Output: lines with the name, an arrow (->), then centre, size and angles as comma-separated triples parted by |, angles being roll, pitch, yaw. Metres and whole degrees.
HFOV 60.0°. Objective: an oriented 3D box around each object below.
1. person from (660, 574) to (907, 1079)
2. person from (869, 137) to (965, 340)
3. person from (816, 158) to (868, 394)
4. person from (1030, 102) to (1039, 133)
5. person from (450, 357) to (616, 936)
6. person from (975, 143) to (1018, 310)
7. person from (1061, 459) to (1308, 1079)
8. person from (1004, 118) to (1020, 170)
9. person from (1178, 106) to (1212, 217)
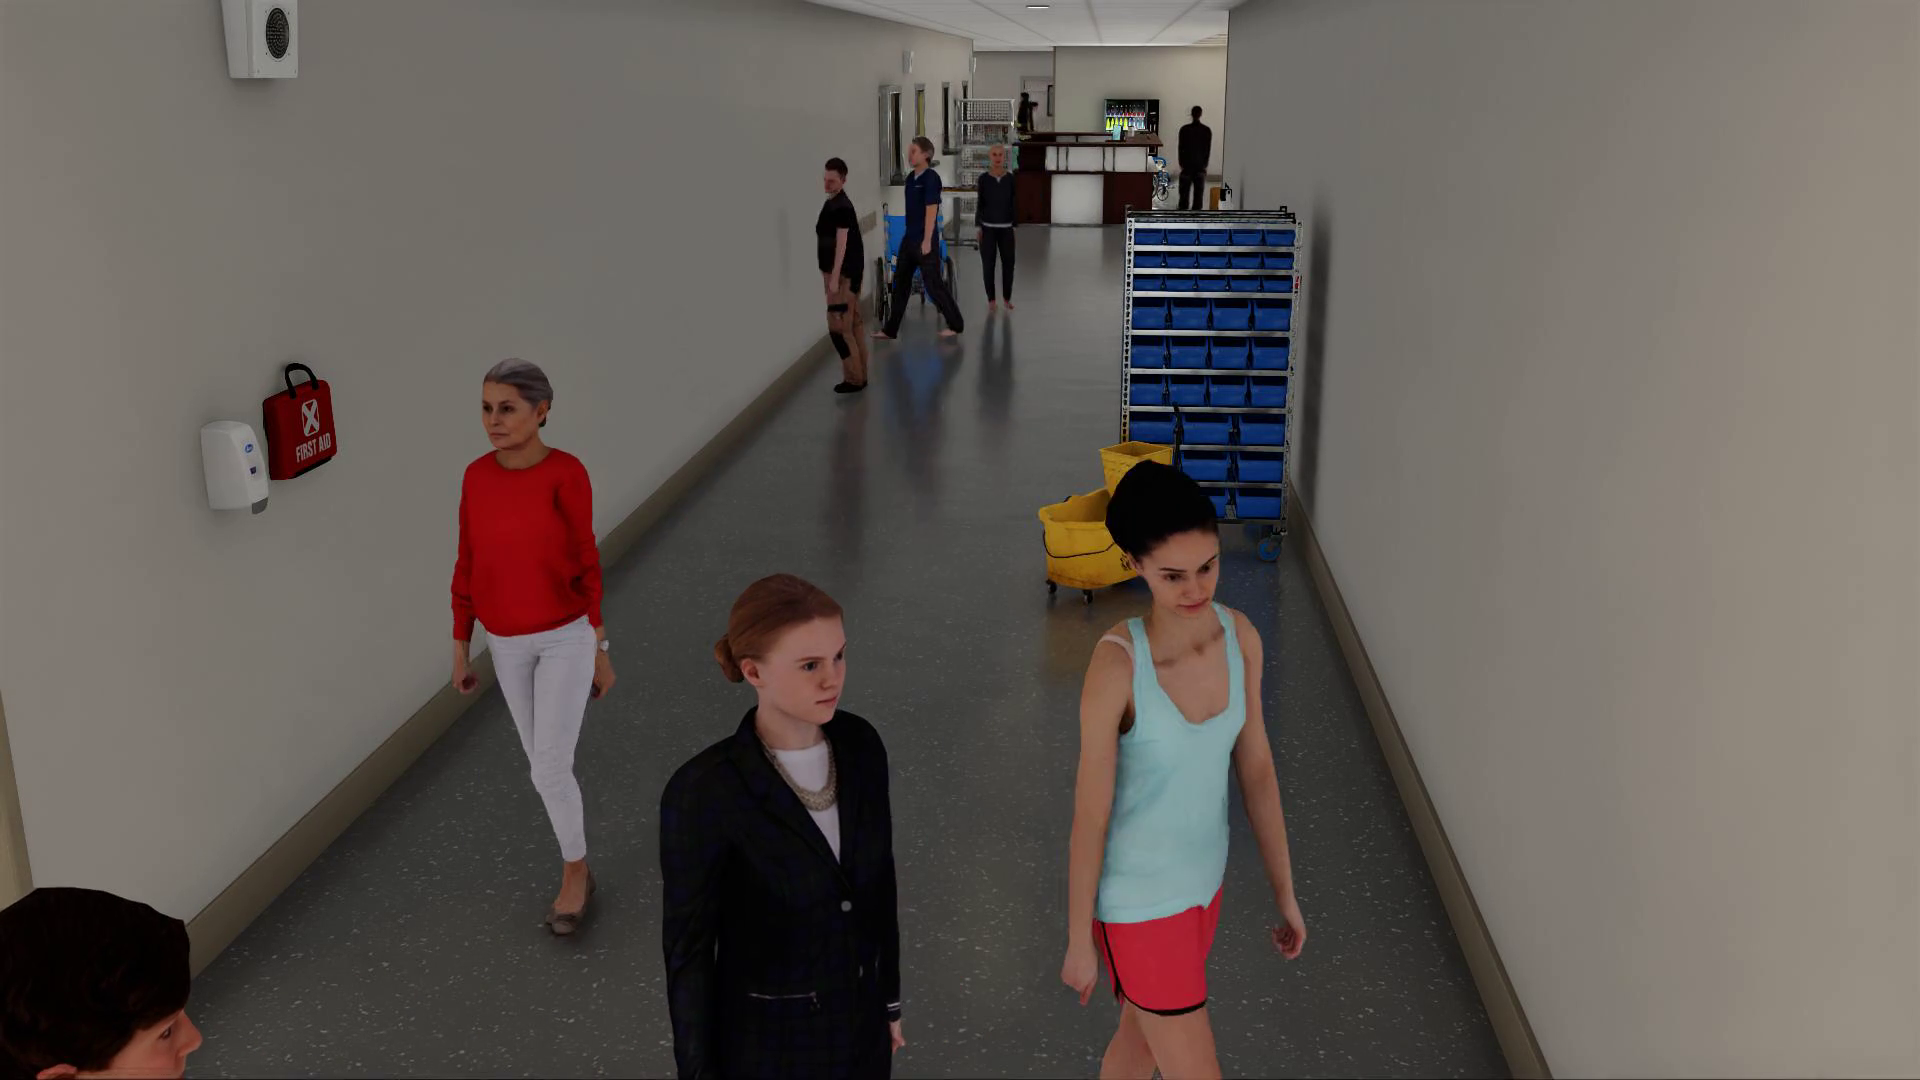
person -> -0.289, 0.864, 2.821 | 0.754, 1.682, 0.712 | 15, 21, 42
person -> -0.279, -2.729, 15.300 | 1.225, 1.826, 1.075 | -9, 18, -29
person -> -0.870, -2.072, 13.002 | 0.689, 1.808, 0.930 | 2, 16, 7
person -> 1.938, -11.008, 44.982 | 0.689, 1.654, 0.682 | 7, 17, 23
person -> -1.174, 0.296, 4.833 | 0.592, 1.682, 0.676 | 4, 16, 12
person -> 0.370, -3.302, 17.546 | 0.713, 1.710, 0.746 | -1, 16, -5
person -> 0.339, 0.694, 3.296 | 0.945, 1.750, 0.871 | 13, 20, 38
person -> 0.952, -7.603, 33.094 | 0.608, 1.550, 0.571 | 0, 16, -1
person -> 3.791, -6.045, 26.934 | 0.613, 1.895, 0.755 | 3, 16, 9
